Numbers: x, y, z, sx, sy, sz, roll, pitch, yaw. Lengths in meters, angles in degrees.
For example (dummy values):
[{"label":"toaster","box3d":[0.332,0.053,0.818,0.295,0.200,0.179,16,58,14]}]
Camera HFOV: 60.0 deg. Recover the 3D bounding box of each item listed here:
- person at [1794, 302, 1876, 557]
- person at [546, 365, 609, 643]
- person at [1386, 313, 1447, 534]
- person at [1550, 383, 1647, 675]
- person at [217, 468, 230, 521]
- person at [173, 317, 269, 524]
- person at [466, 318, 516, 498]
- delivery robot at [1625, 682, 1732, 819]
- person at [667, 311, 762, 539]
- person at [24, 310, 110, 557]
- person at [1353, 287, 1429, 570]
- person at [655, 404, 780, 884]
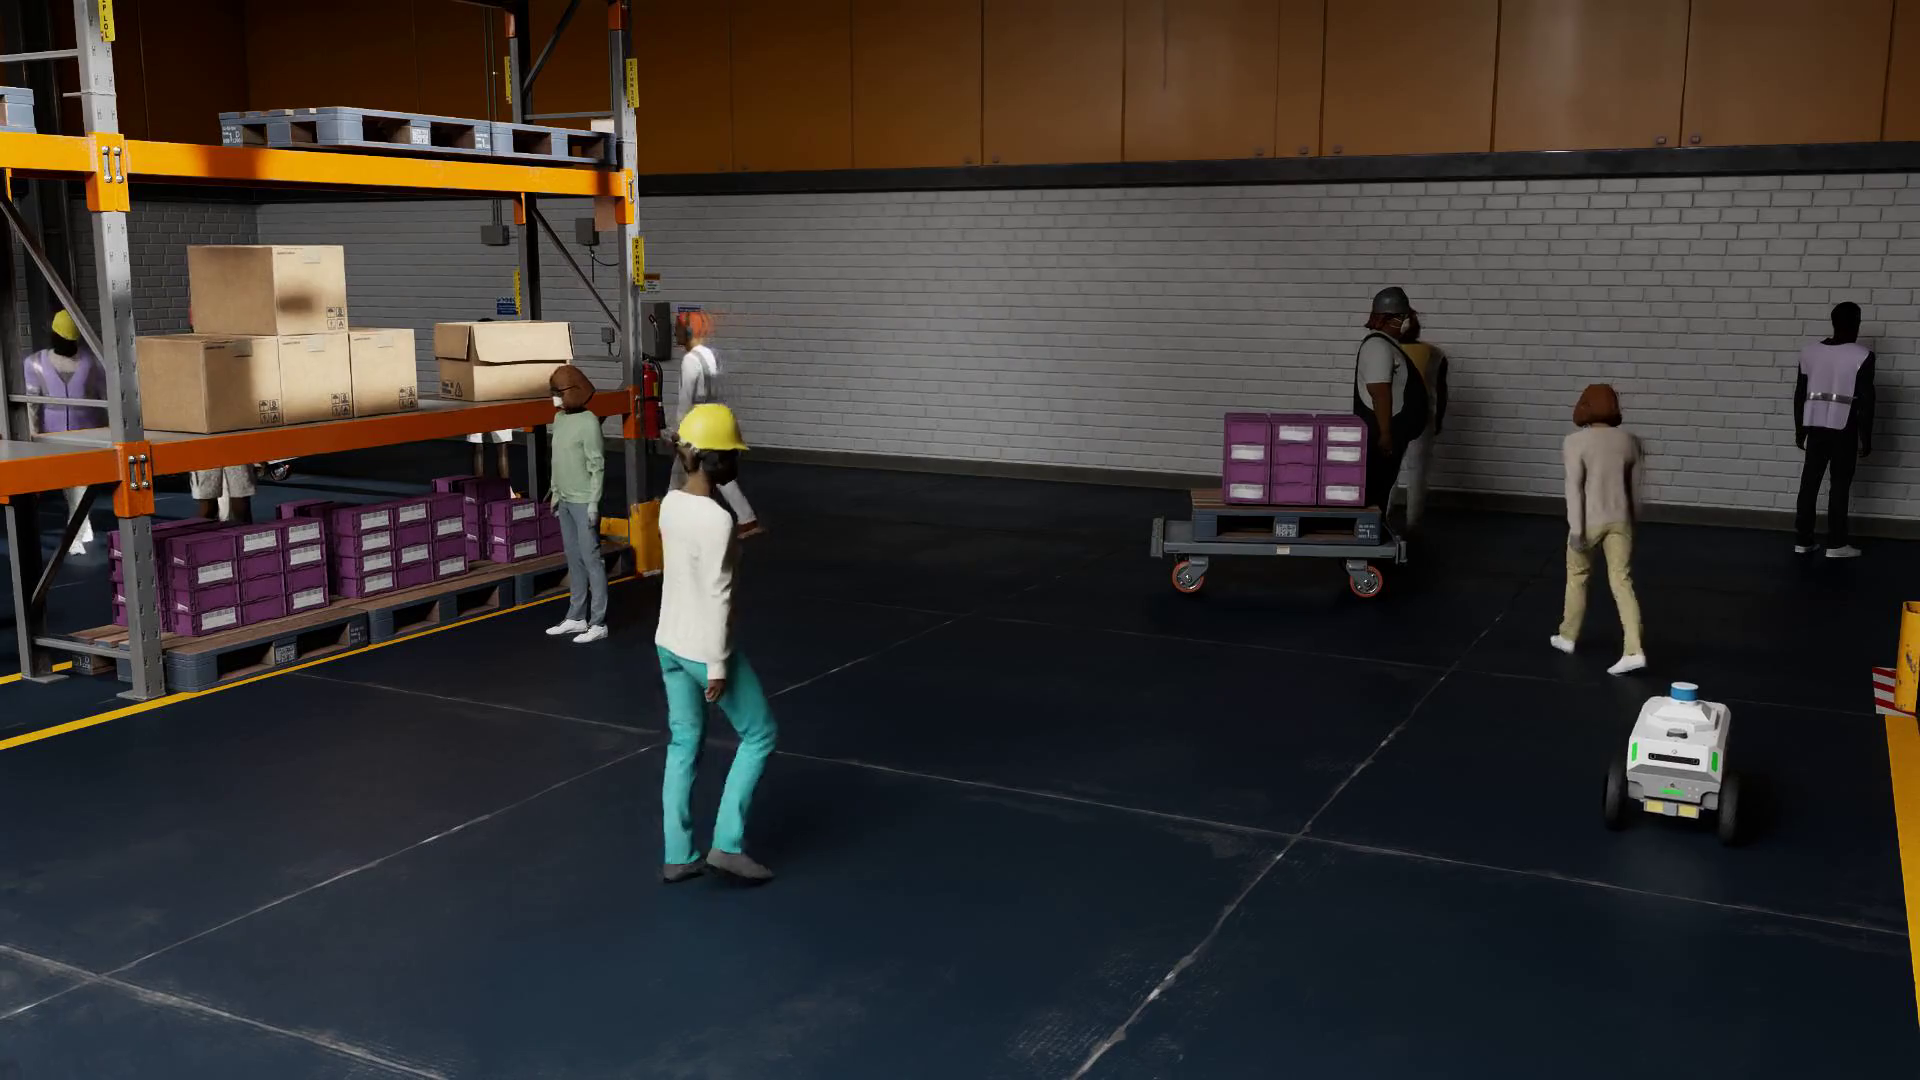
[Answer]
[{"label":"person","box3d":[6.567,-0.828,12.527,0.371,1.915,0.597,-6,11,-30]},{"label":"person","box3d":[-2.261,-0.215,9.797,0.282,1.633,0.498,-8,13,-40]},{"label":"person","box3d":[3.677,-0.969,13.700,0.628,1.802,0.893,2,10,13]},{"label":"person","box3d":[3.570,-0.070,9.168,0.505,1.562,0.914,-1,10,-6]},{"label":"person","box3d":[-5.866,-0.793,13.136,0.314,1.636,0.515,-1,10,-4]},{"label":"person","box3d":[-4.872,-0.607,10.956,0.618,2.019,0.455,-5,11,-26]},{"label":"person","box3d":[-4.264,-1.157,15.063,0.530,1.697,0.321,2,10,12]},{"label":"delivery robot","box3d":[2.894,0.816,6.679,0.477,0.478,0.707,5,11,27]},{"label":"person","box3d":[-2.047,-0.899,13.207,0.997,1.835,0.586,0,10,1]},{"label":"person","box3d":[-6.844,-0.850,12.843,0.604,1.860,0.971,-4,10,-20]},{"label":"person","box3d":[3.133,-0.817,12.106,0.536,2.000,0.676,2,10,10]},{"label":"person","box3d":[-0.886,0.389,5.985,0.478,1.753,0.527,-7,12,-37]}]
